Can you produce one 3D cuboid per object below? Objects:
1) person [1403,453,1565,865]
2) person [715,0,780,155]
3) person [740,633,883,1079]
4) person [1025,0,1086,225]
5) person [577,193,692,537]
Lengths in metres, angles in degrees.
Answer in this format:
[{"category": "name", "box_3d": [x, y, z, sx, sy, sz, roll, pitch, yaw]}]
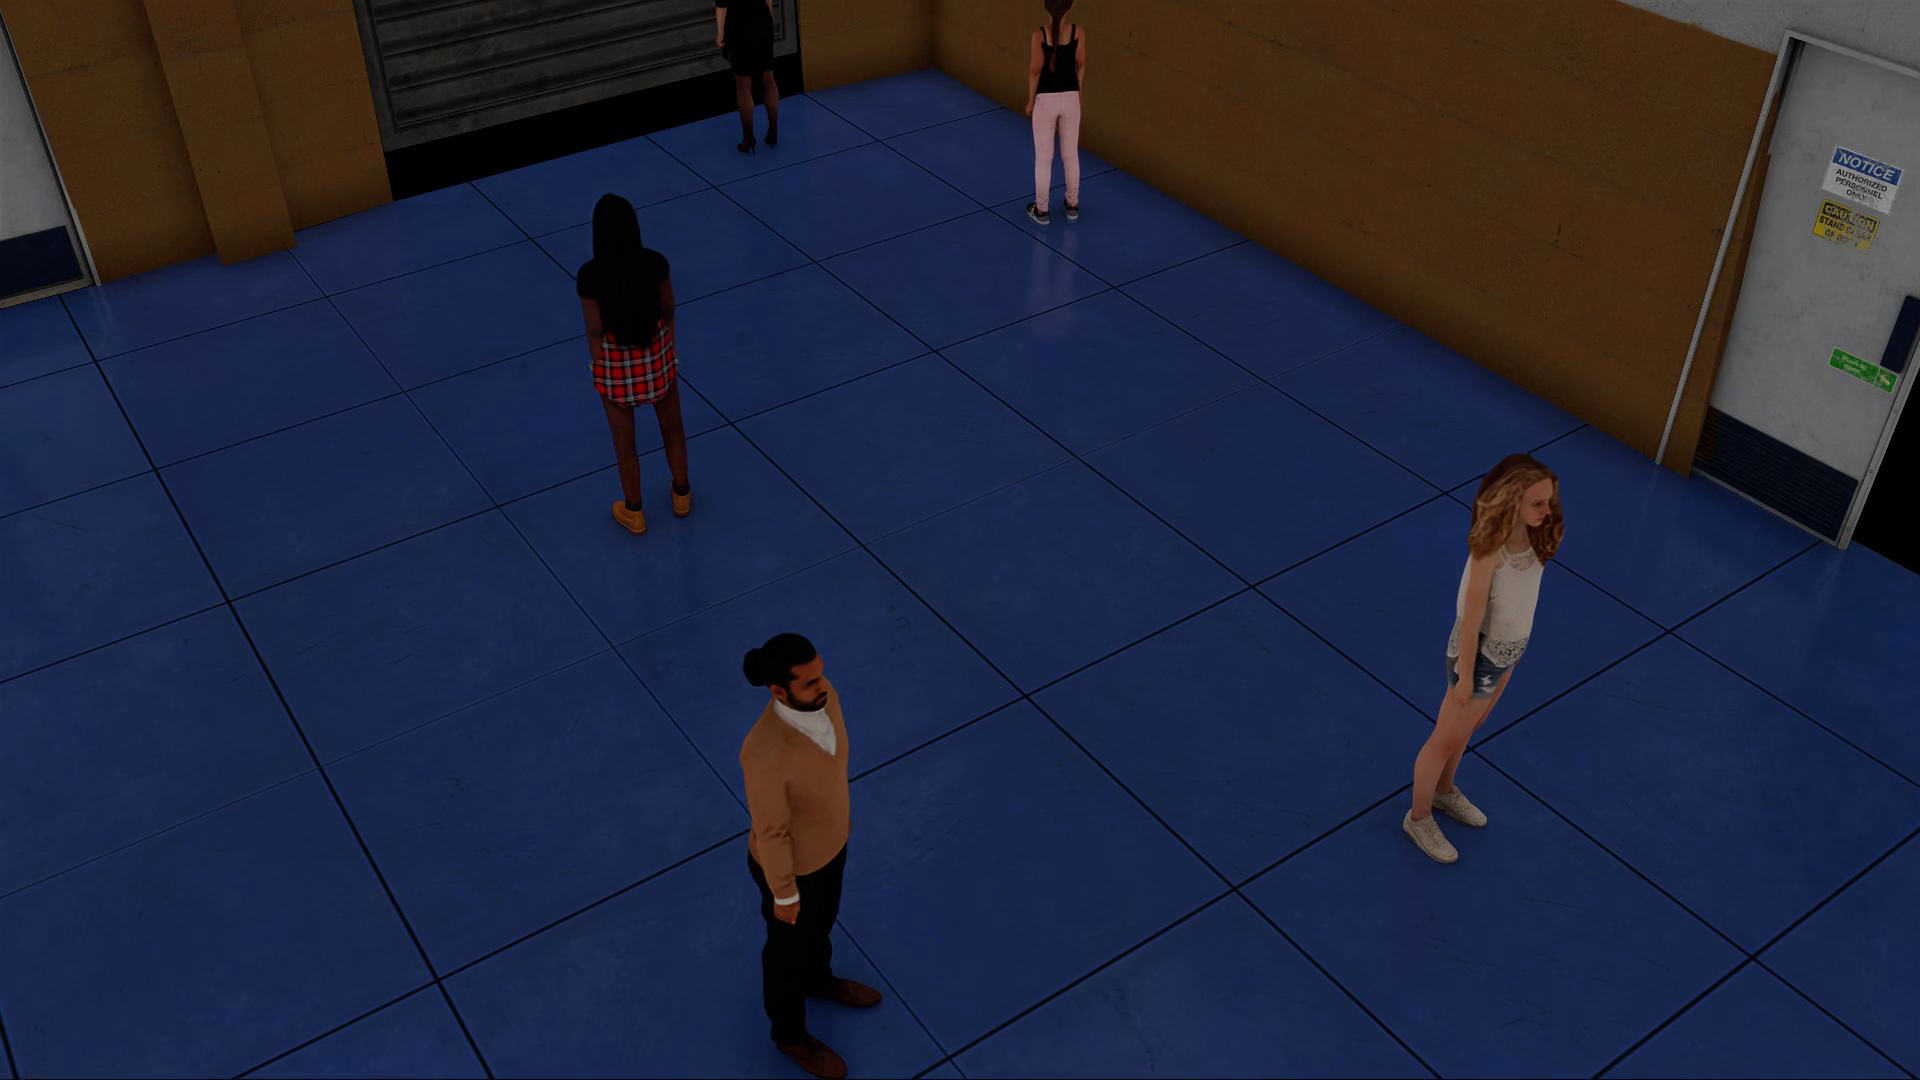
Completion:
[{"category": "person", "box_3d": [1.901, 0.426, 6.114, 0.675, 1.759, 0.522, 29, 46, 33]}, {"category": "person", "box_3d": [-1.443, -3.472, 11.338, 0.448, 1.706, 0.657, -20, 41, -24]}, {"category": "person", "box_3d": [-0.510, 0.995, 5.361, 0.819, 1.754, 0.725, 13, 39, 16]}, {"category": "person", "box_3d": [0.613, -2.760, 10.522, 0.569, 1.565, 0.676, -7, 37, -10]}, {"category": "person", "box_3d": [-1.518, -0.814, 7.791, 0.541, 1.729, 0.670, -20, 41, -24]}]
